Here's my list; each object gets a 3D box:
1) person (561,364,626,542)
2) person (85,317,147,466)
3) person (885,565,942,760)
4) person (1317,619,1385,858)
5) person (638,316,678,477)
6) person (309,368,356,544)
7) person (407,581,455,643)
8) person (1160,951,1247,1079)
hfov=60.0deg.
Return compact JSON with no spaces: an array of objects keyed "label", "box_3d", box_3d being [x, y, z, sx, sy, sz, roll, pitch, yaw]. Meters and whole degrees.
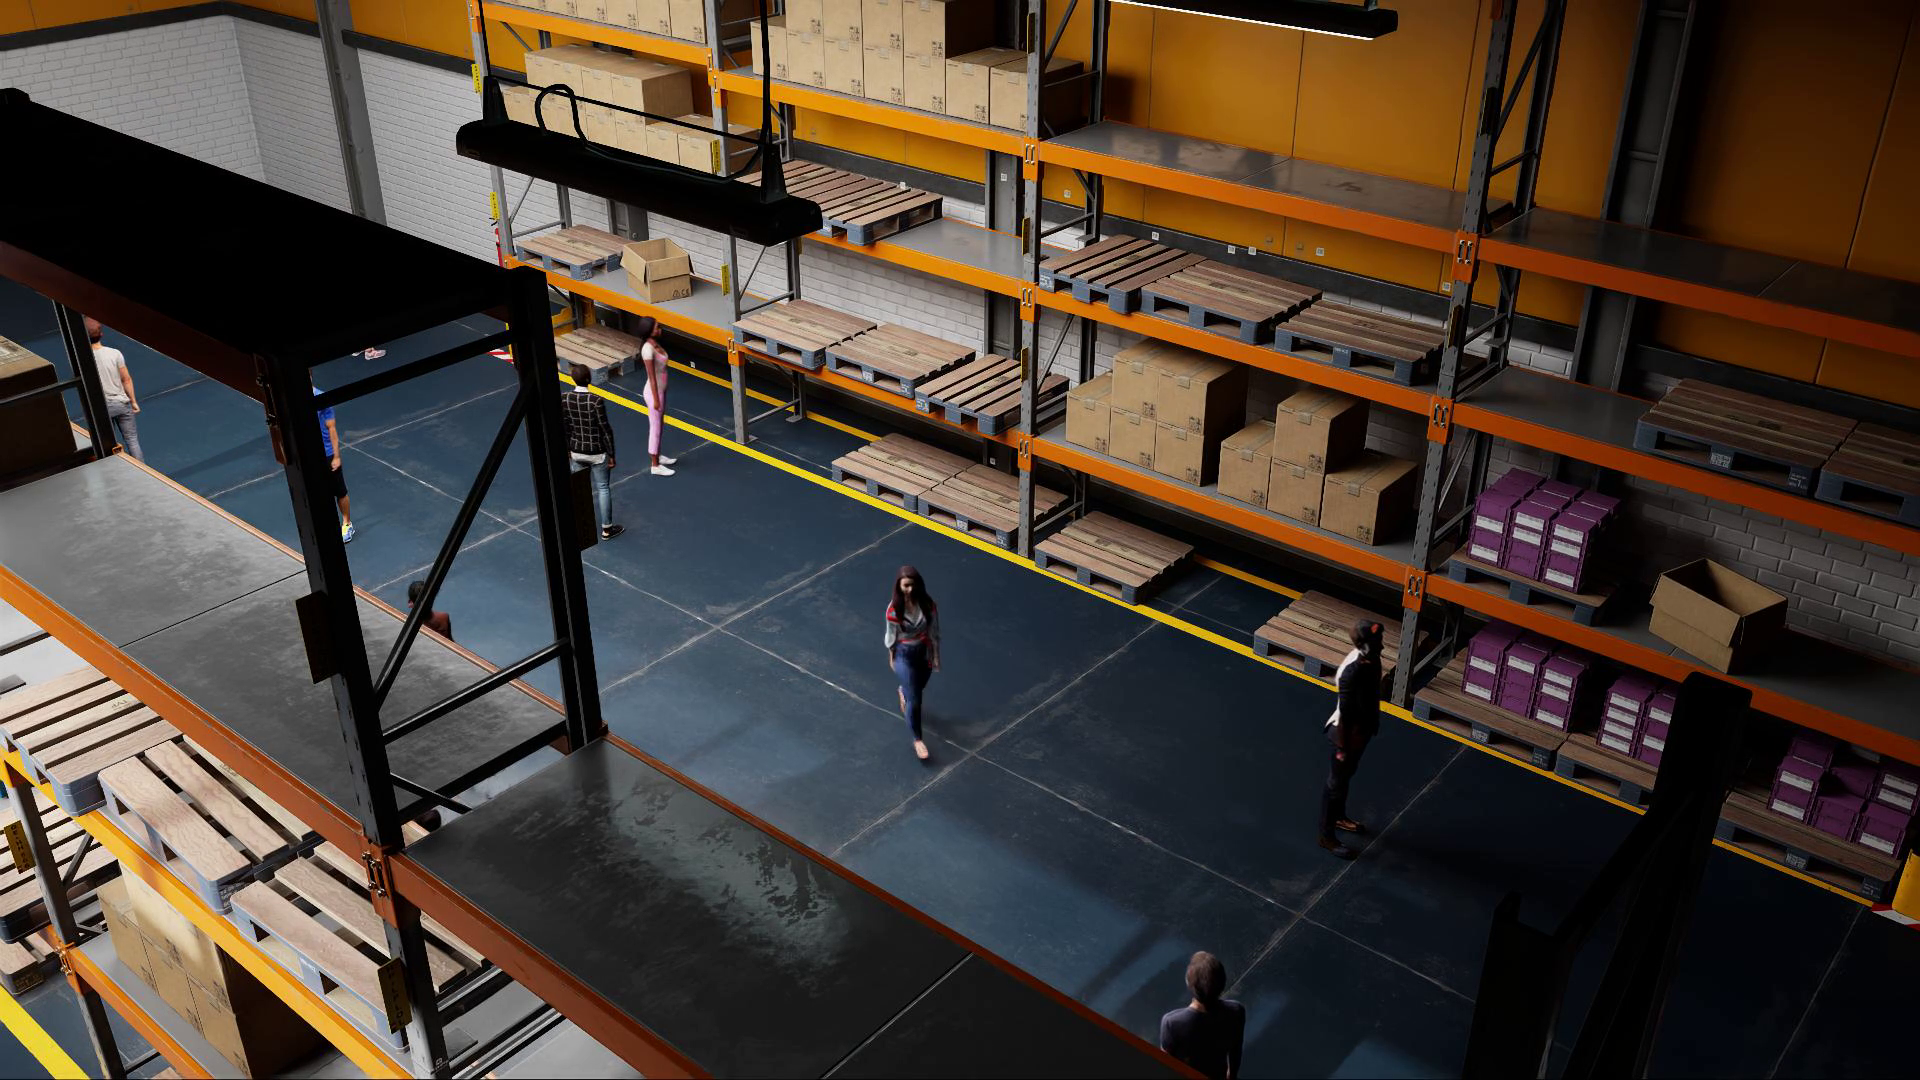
[{"label":"person","box_3d":[-3.619,-0.859,16.211,0.661,1.821,0.808,7,29,12]},{"label":"person","box_3d":[-8.726,-1.379,17.083,0.726,1.898,0.691,-15,32,-25]},{"label":"person","box_3d":[-0.389,0.889,13.259,0.913,1.579,1.151,-11,30,-19]},{"label":"person","box_3d":[2.831,1.387,12.019,0.635,1.892,0.709,16,33,27]},{"label":"person","box_3d":[-3.208,-1.539,17.542,0.701,1.741,0.649,-1,29,-3]},{"label":"person","box_3d":[-6.227,-0.855,16.156,0.672,1.866,0.764,2,29,4]},{"label":"person","box_3d":[-3.926,1.132,12.618,0.738,1.767,0.726,15,32,25]},{"label":"person","box_3d":[1.278,3.012,9.049,0.759,1.883,0.765,-9,30,-15]}]
